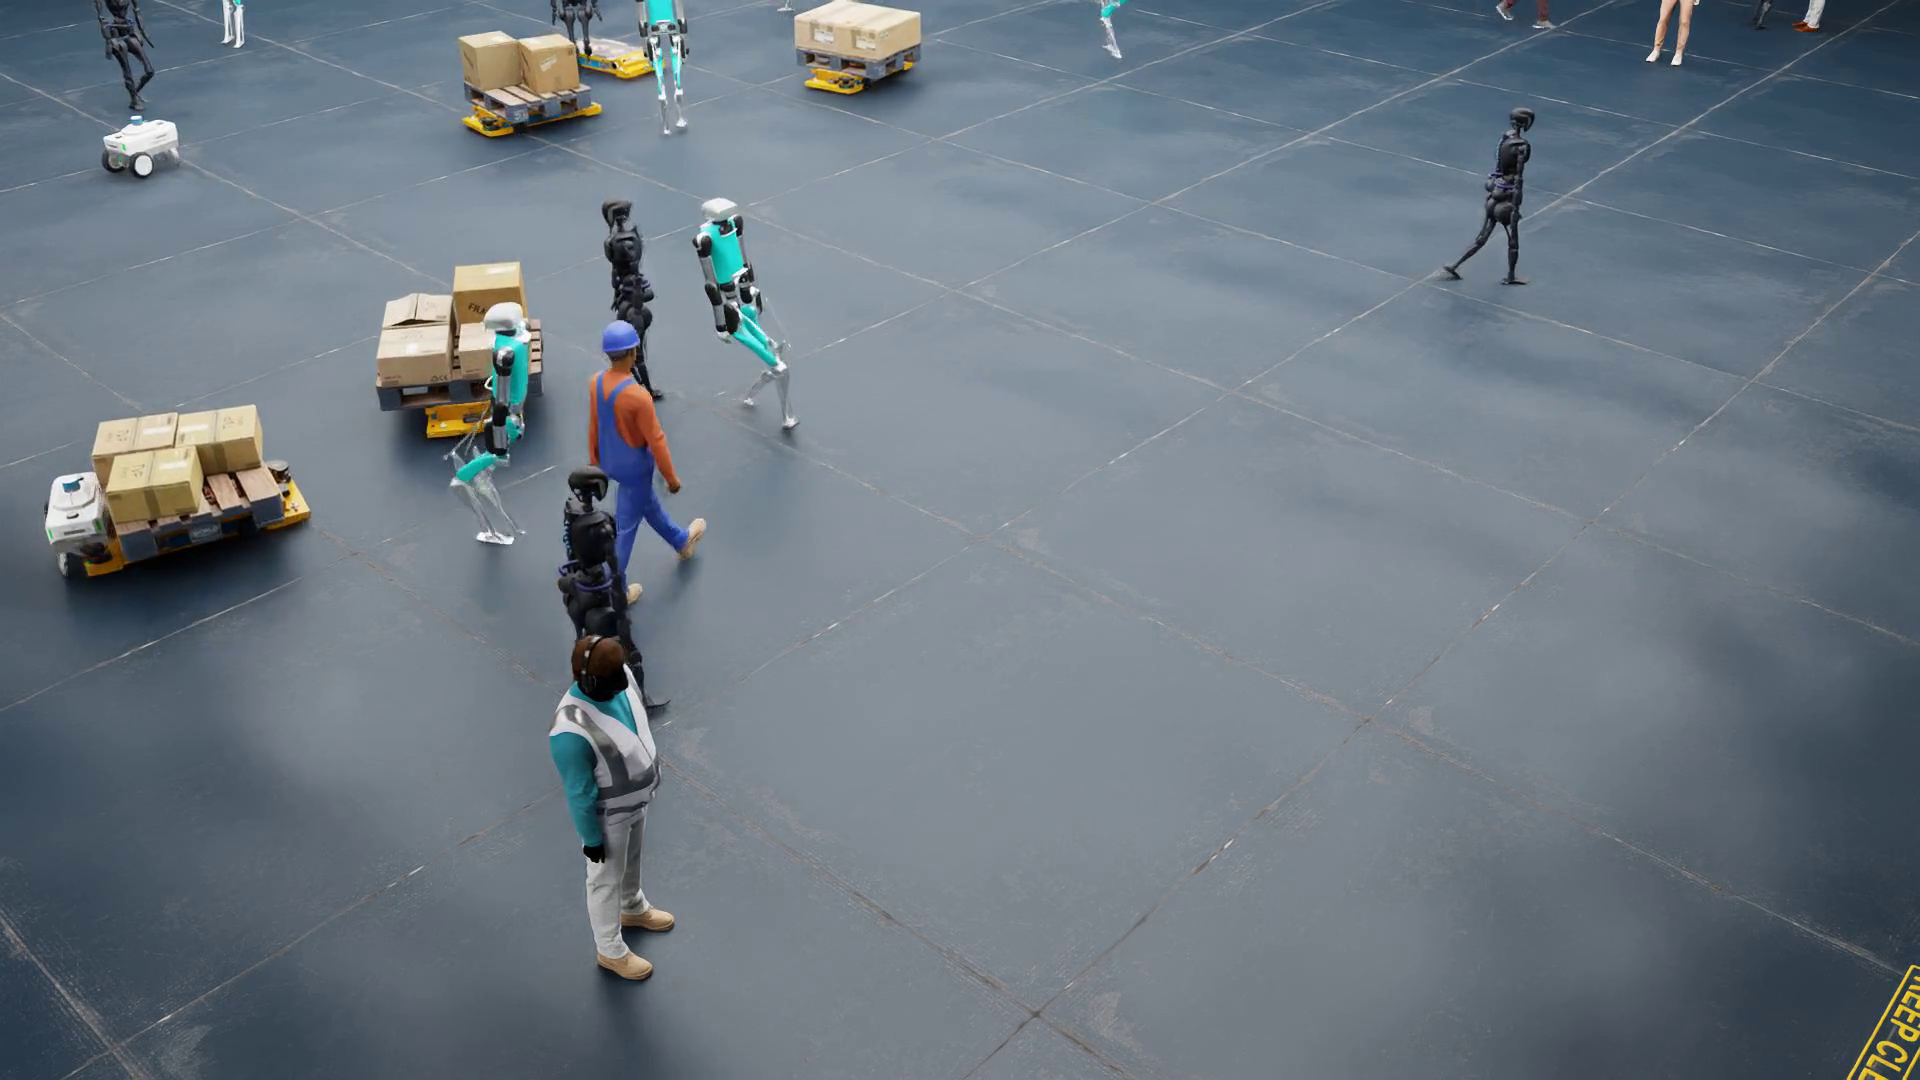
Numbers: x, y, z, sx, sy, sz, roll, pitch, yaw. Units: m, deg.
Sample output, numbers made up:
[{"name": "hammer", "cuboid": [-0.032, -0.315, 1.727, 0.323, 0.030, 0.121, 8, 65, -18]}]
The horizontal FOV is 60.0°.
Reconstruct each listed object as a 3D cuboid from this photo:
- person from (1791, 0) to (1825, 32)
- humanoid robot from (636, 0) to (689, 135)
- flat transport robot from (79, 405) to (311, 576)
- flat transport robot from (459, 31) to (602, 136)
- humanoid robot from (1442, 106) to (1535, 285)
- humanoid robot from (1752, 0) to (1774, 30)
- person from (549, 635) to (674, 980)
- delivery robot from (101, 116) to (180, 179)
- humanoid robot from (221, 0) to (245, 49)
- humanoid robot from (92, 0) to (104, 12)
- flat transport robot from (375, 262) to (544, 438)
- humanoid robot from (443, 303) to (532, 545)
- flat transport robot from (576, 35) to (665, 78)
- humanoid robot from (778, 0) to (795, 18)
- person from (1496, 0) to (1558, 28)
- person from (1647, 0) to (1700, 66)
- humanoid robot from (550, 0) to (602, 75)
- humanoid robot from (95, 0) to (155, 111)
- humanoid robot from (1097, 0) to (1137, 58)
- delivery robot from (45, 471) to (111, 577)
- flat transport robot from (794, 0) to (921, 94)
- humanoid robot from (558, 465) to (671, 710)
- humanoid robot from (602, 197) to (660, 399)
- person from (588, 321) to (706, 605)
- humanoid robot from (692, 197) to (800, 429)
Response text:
[{"name": "person", "cuboid": [11.450, -7.686, 22.064, 0.363, 1.825, 0.497, 10, 33, 15]}, {"name": "humanoid robot", "cuboid": [-3.240, -5.364, 18.376, 0.534, 1.762, 0.745, -7, 32, -11]}, {"name": "flat transport robot", "cuboid": [-5.281, -0.168, 11.424, 1.431, 0.231, 0.659, -18, 36, -27]}, {"name": "flat transport robot", "cuboid": [-4.911, -4.923, 19.082, 1.431, 0.231, 0.659, -24, 39, -33]}, {"name": "humanoid robot", "cuboid": [4.792, -3.045, 14.785, 0.762, 1.651, 0.613, -1, 32, -2]}, {"name": "humanoid robot", "cuboid": [10.886, -7.686, 22.197, 0.484, 1.640, 0.594, -23, 39, -33]}, {"name": "person", "cuboid": [-1.593, 1.210, 7.716, 0.429, 1.841, 0.633, 7, 32, 10]}, {"name": "delivery robot", "cuboid": [-8.669, -4.162, 17.602, 0.518, 0.613, 0.785, 15, 35, 23]}, {"name": "humanoid robot", "cuboid": [-9.511, -7.288, 21.443, 0.548, 1.749, 0.680, 3, 32, 5]}, {"name": "humanoid robot", "cuboid": [-12.003, -8.176, 22.896, 0.531, 1.750, 0.695, -26, 40, -35]}, {"name": "flat transport robot", "cuboid": [-3.885, -1.220, 13.119, 0.659, 0.231, 1.431, -6, 32, -10]}, {"name": "humanoid robot", "cuboid": [-3.125, -0.696, 10.921, 0.809, 1.812, 0.546, 1, 32, 1]}, {"name": "flat transport robot", "cuboid": [-4.474, -6.091, 20.962, 1.431, 0.231, 0.659, 20, 37, 29]}, {"name": "humanoid robot", "cuboid": [-2.391, -7.972, 22.699, 0.724, 1.892, 0.540, 7, 33, 11]}, {"name": "person", "cuboid": [7.732, -7.801, 22.298, 0.779, 1.772, 0.596, 5, 32, 9]}, {"name": "person", "cuboid": [8.984, -6.872, 20.708, 0.516, 1.866, 0.375, 19, 37, 28]}, {"name": "humanoid robot", "cuboid": [-4.703, -6.508, 20.318, 0.612, 1.644, 0.398, -5, 32, -7]}, {"name": "humanoid robot", "cuboid": [-9.634, -5.797, 19.146, 0.375, 1.647, 0.594, 15, 35, 23]}, {"name": "humanoid robot", "cuboid": [1.948, -6.966, 20.988, 0.562, 1.752, 0.924, -21, 38, -30]}, {"name": "delivery robot", "cuboid": [-5.883, -0.158, 11.142, 0.499, 0.599, 0.787, -11, 34, -18]}, {"name": "flat transport robot", "cuboid": [-1.225, -5.788, 20.474, 0.659, 0.231, 1.431, 18, 36, 26]}, {"name": "humanoid robot", "cuboid": [-2.016, 0.299, 9.349, 0.600, 1.642, 0.605, -25, 39, -34]}, {"name": "humanoid robot", "cuboid": [-2.540, -1.823, 12.757, 0.351, 1.657, 0.616, -16, 35, -24]}, {"name": "person", "cuboid": [-1.983, -0.508, 10.469, 0.559, 1.843, 1.012, 23, 38, 32]}, {"name": "humanoid robot", "cuboid": [-1.457, -1.642, 12.448, 0.949, 1.775, 0.540, 15, 35, 22]}]
